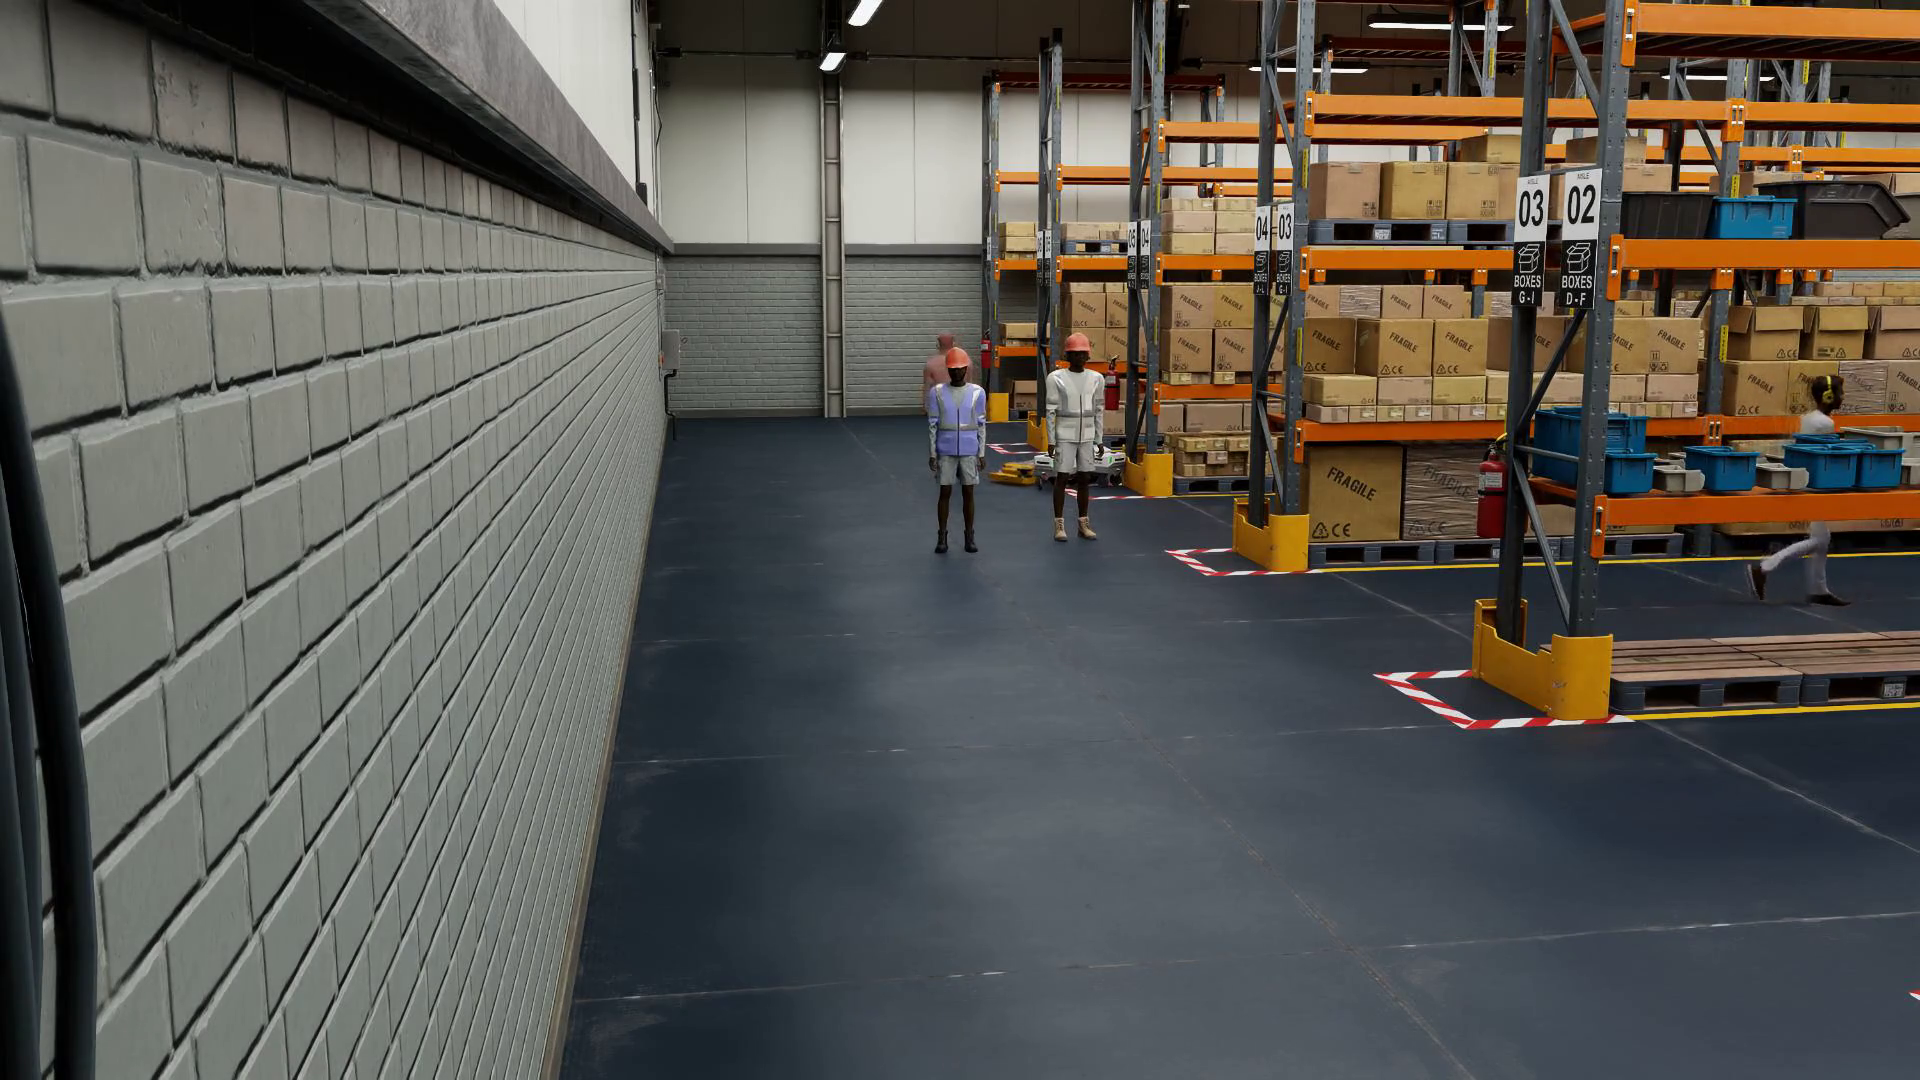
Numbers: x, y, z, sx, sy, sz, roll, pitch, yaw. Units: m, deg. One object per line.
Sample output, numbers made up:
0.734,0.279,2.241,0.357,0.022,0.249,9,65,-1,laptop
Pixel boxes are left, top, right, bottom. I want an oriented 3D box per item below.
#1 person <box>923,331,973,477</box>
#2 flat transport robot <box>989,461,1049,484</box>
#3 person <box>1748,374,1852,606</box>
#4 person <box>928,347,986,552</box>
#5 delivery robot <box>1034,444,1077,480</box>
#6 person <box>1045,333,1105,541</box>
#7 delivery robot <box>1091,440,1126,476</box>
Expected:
-0.142,-1.679,20.940,0.659,1.892,0.589,-1,9,-5,person
1.117,-0.887,21.061,1.431,0.197,0.652,-8,12,-40,flat transport robot
6.681,-0.383,13.102,0.718,1.854,0.527,2,10,14,person
-0.024,-0.840,15.645,0.551,1.936,0.356,-1,9,-3,person
1.205,-0.943,20.246,0.477,0.478,0.707,7,11,37,delivery robot
1.140,-1.009,16.351,0.608,2.048,0.370,-3,10,-17,person
1.697,-0.992,20.548,0.707,0.478,0.477,9,13,43,delivery robot
